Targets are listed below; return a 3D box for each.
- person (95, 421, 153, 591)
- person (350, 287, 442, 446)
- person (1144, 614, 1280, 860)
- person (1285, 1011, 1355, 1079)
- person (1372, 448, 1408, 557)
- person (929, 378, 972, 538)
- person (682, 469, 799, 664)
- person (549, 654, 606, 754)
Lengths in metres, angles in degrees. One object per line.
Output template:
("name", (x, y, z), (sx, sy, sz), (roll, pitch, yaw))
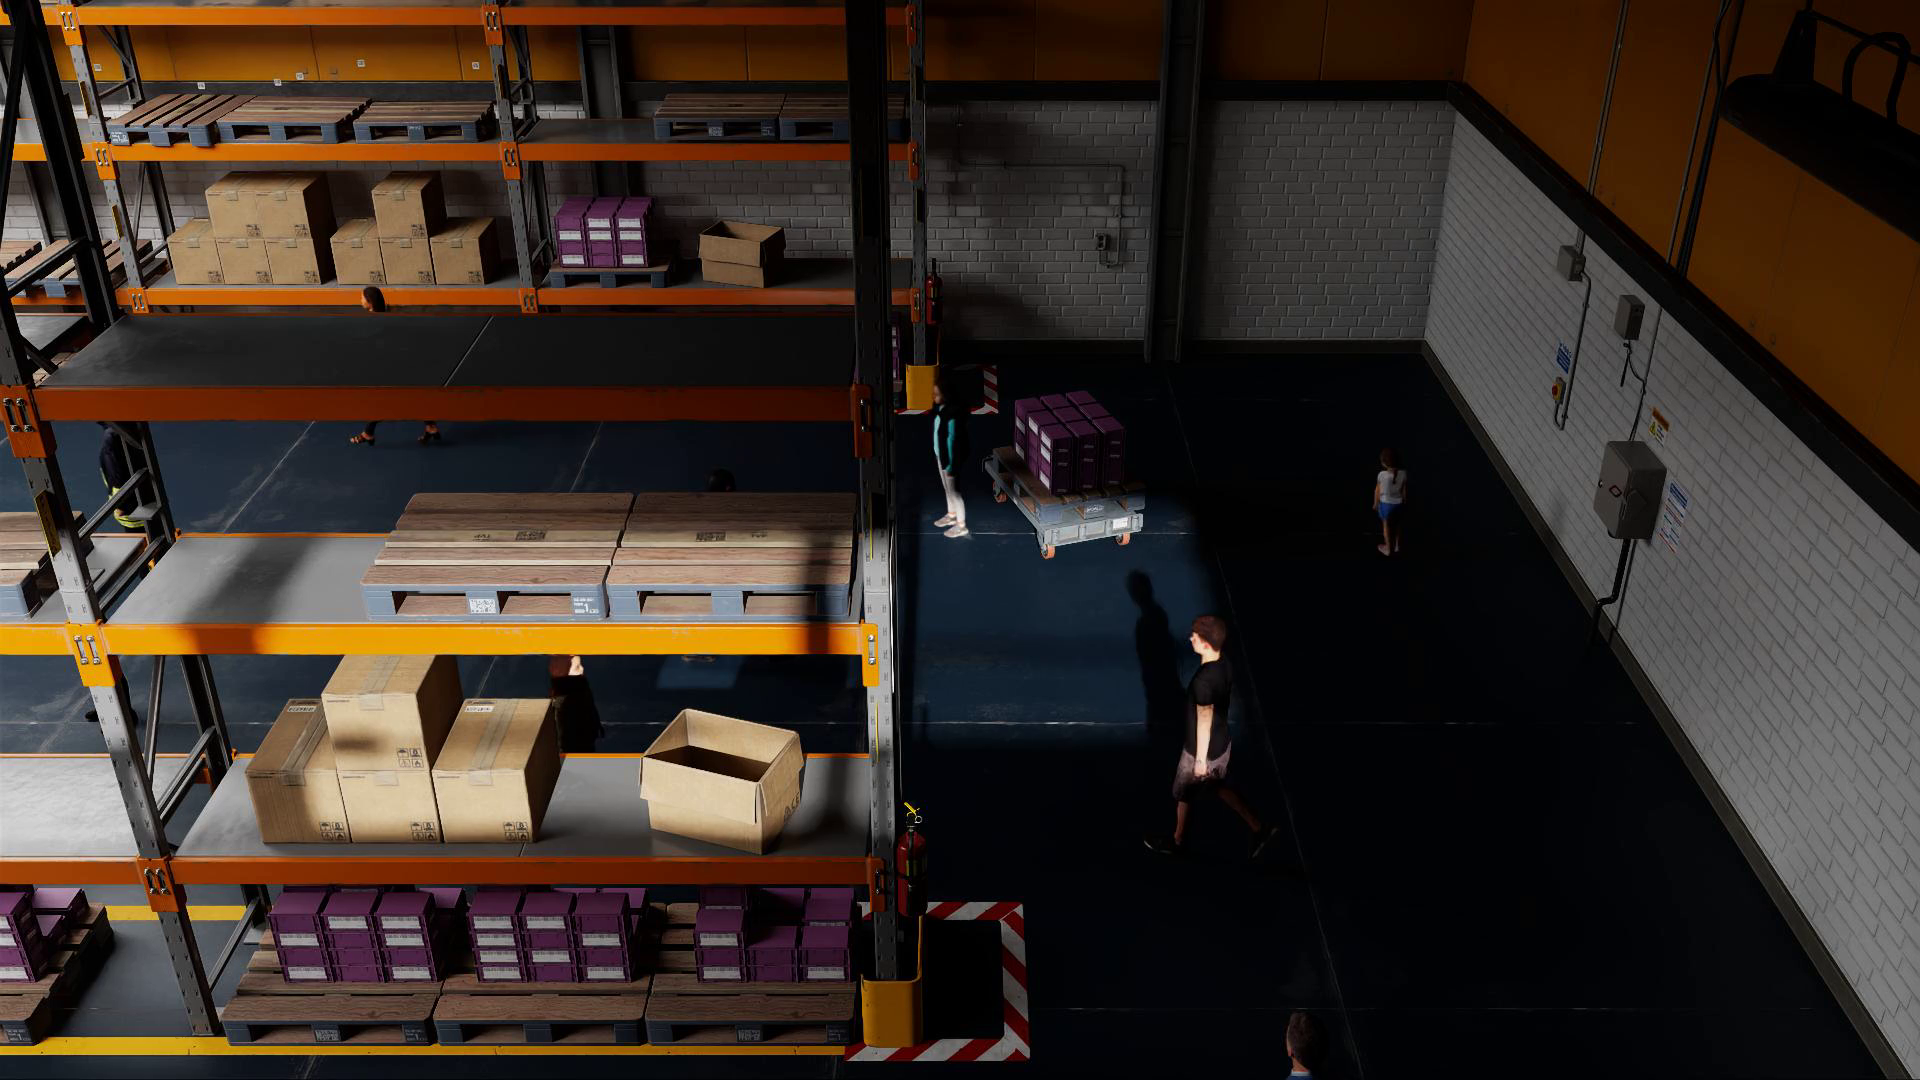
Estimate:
("person", (-6.894, -0.448, 13.888), (0.664, 1.862, 0.746), (1, 29, 1))
("person", (-5.526, -1.663, 16.333), (1.102, 1.652, 0.657), (-1, 29, -2))
("person", (1.671, 1.316, 10.675), (1.203, 1.841, 0.957), (12, 31, 20))
("person", (1.606, 2.995, 7.675), (1.178, 1.767, 0.955), (-7, 29, -13))
("person", (3.780, -0.322, 14.546), (0.415, 1.010, 0.519), (1, 29, 2))
("person", (-0.085, -0.751, 14.827), (0.673, 1.495, 0.647), (-11, 30, -19))
("person", (-1.918, 0.246, 12.801), (1.146, 1.684, 0.573), (-1, 29, -2))
("person", (-2.591, 1.338, 11.041), (0.956, 1.453, 0.608), (1, 29, 2))
